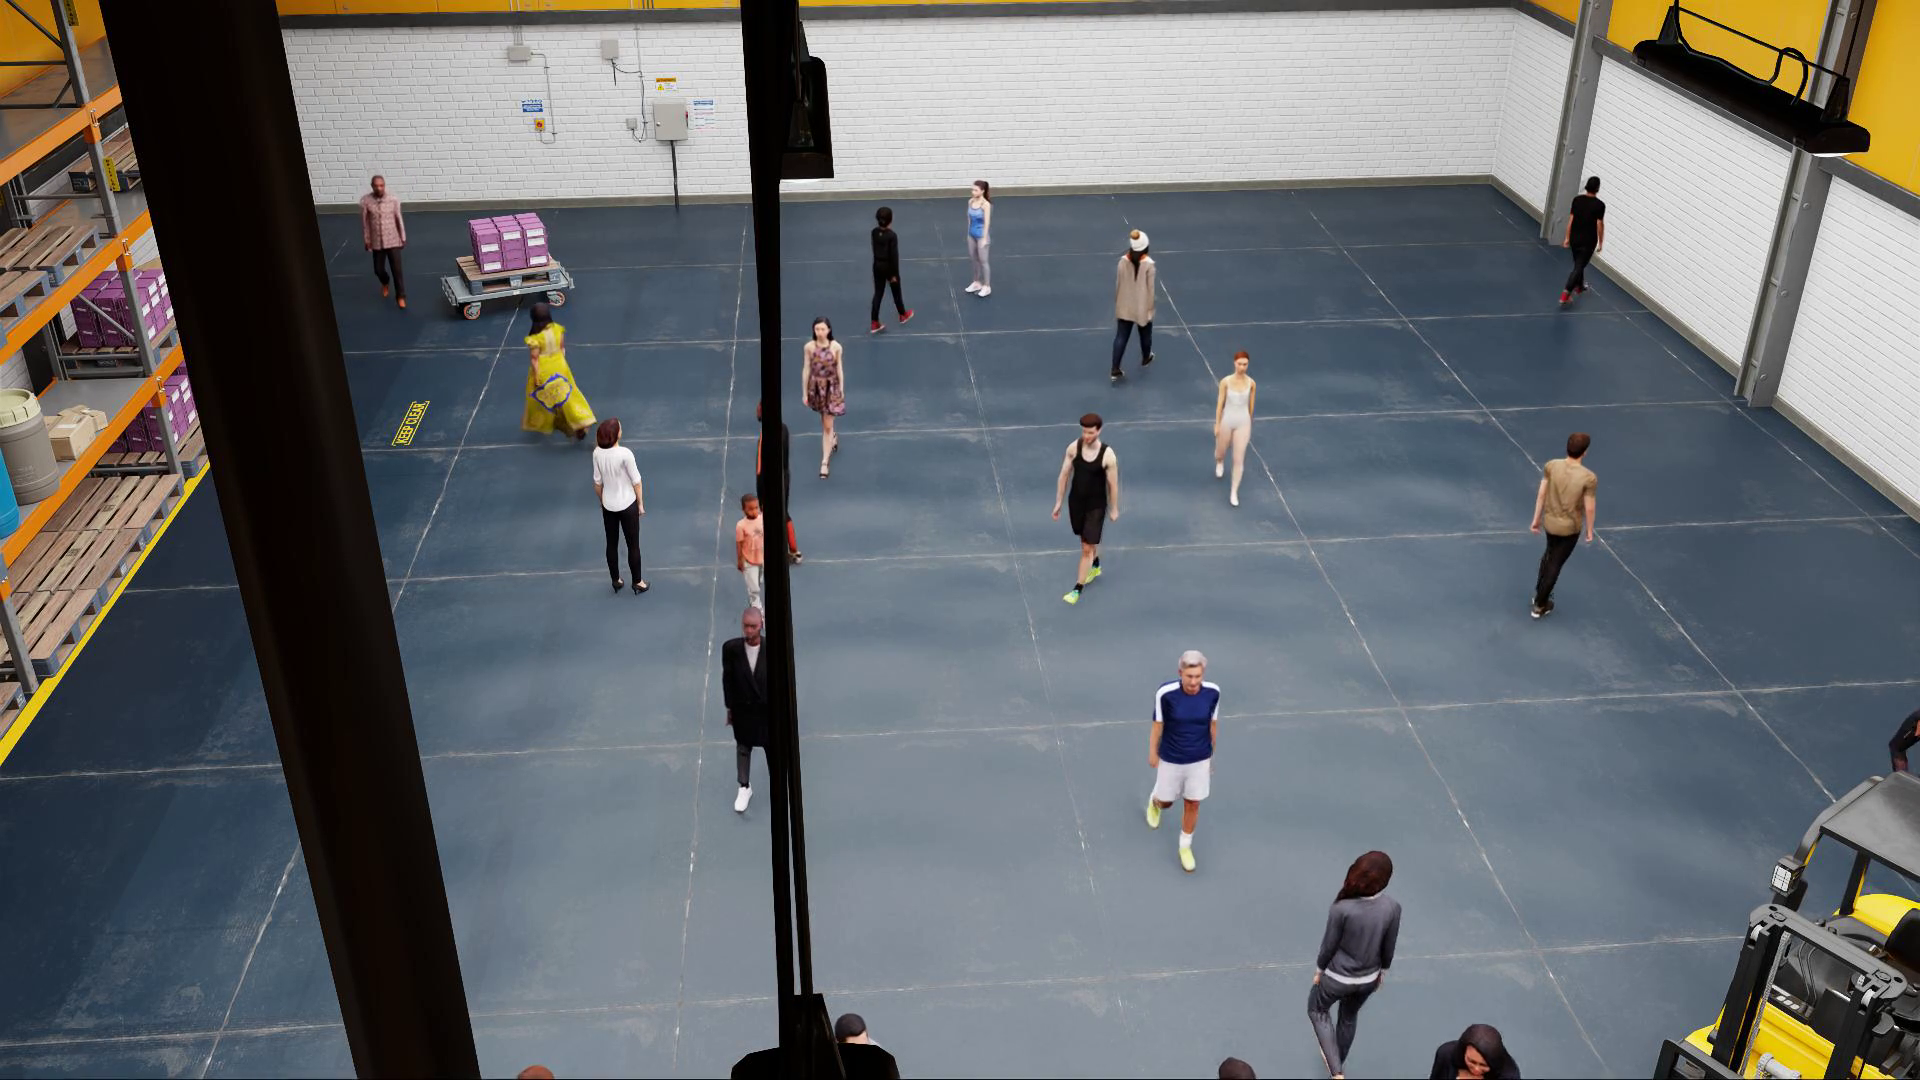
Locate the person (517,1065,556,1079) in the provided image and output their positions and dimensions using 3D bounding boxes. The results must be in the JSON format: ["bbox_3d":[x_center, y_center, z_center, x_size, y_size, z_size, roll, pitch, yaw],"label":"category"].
[{"bbox_3d":[-2.143,3.432,8.818,0.718,1.721,0.627,-23,36,-36],"label":"person"}]

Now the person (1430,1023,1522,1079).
[{"bbox_3d":[2.890,3.226,9.343,0.790,1.581,0.831,13,31,23],"label":"person"}]

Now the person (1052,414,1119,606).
[{"bbox_3d":[1.238,-0.359,15.643,1.106,1.842,1.243,17,33,28],"label":"person"}]

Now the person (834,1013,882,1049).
[{"bbox_3d":[-0.603,3.260,9.101,0.706,1.754,0.728,-21,35,-34],"label":"person"}]

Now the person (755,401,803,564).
[{"bbox_3d":[-1.771,-0.516,15.973,0.784,1.802,0.670,15,32,25],"label":"person"}]

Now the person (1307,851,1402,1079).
[{"bbox_3d":[2.416,2.696,10.136,0.659,1.753,0.788,-6,29,-10],"label":"person"}]

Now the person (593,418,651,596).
[{"bbox_3d":[-3.199,-0.307,15.599,0.677,1.794,0.641,8,30,13],"label":"person"}]

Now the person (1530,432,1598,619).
[{"bbox_3d":[5.438,-0.104,15.182,0.866,1.837,0.789,-22,36,-34],"label":"person"}]

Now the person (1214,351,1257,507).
[{"bbox_3d":[2.860,-1.228,17.463,0.645,1.624,0.974,1,29,1],"label":"person"}]

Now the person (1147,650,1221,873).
[{"bbox_3d":[1.628,1.527,12.208,0.663,1.822,0.916,-5,29,-9],"label":"person"}]

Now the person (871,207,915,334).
[{"bbox_3d":[-1.012,-3.481,21.576,0.977,1.641,1.084,18,33,29],"label":"person"}]

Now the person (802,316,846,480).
[{"bbox_3d":[-1.466,-1.603,18.053,0.719,1.718,1.197,1,29,2],"label":"person"}]

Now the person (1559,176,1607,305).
[{"bbox_3d":[8.382,-4.004,22.455,1.102,1.717,1.158,-21,35,-33],"label":"person"}]

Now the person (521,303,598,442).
[{"bbox_3d":[-4.535,-1.838,18.580,1.248,1.626,1.168,24,36,36],"label":"person"}]

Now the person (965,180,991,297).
[{"bbox_3d":[0.272,-4.164,22.864,0.712,1.607,0.626,-21,35,-33],"label":"person"}]

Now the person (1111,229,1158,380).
[{"bbox_3d":[2.069,-2.815,20.139,1.129,1.848,1.301,15,32,25],"label":"person"}]

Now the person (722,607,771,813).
[{"bbox_3d":[-1.553,1.273,12.736,0.648,1.761,0.561,-1,29,-1],"label":"person"}]

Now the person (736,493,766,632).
[{"bbox_3d":[-1.913,0.142,15.311,0.724,1.281,0.903,-17,33,-28],"label":"person"}]

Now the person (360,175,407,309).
[{"bbox_3d":[-7.775,-4.060,22.486,0.794,1.787,0.946,-8,30,-14],"label":"person"}]
